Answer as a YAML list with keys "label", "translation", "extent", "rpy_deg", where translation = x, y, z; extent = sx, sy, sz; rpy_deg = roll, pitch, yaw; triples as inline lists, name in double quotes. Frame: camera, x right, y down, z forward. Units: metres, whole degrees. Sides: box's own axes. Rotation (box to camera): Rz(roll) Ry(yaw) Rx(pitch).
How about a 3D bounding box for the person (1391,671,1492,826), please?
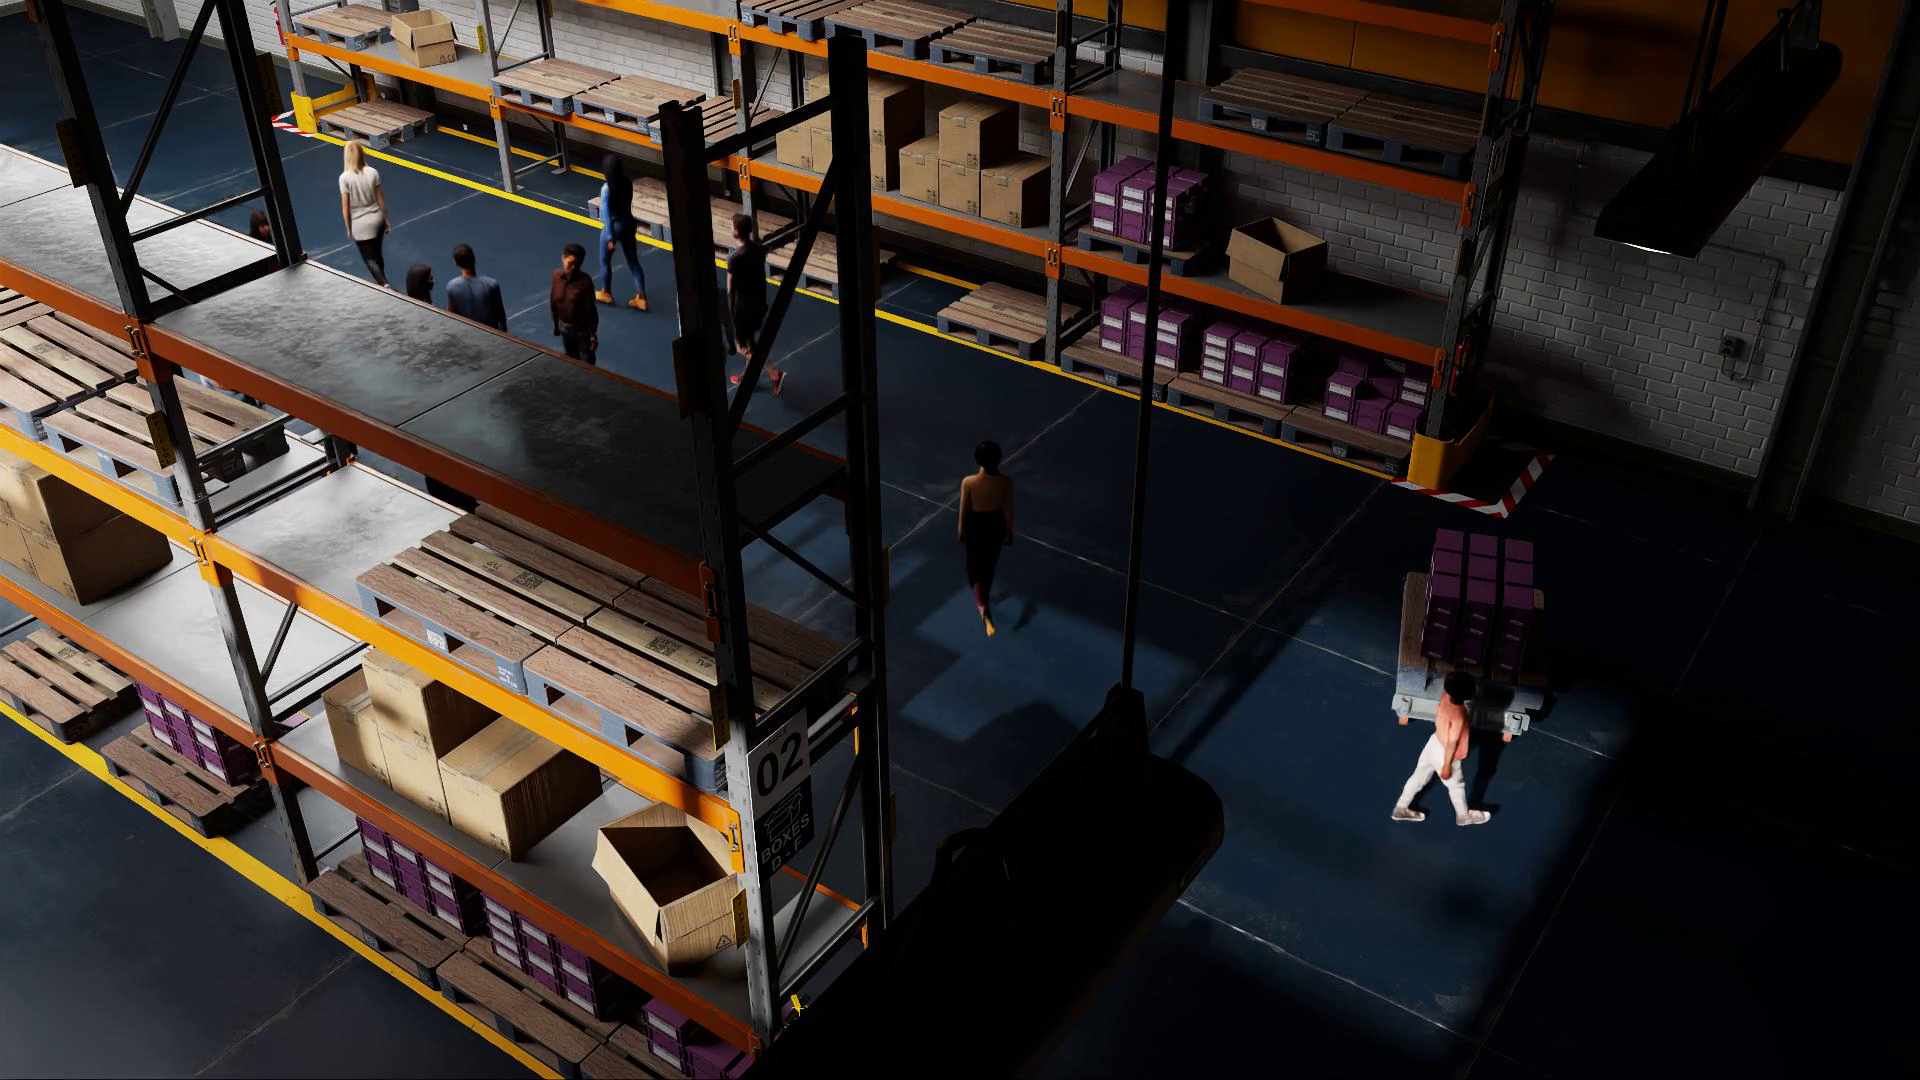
- label: "person"
  translation: [3.135, 1.396, 10.975]
  extent: [0.940, 1.279, 0.819]
  rpy_deg: [-1, 34, -2]

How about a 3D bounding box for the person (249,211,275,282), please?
- label: "person"
  translation: [-6.876, -2.498, 16.533]
  extent: [0.728, 1.611, 1.105]
  rpy_deg: [-26, 41, -33]

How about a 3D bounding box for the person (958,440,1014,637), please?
- label: "person"
  translation: [0.197, 0.005, 12.751]
  extent: [0.964, 1.630, 1.016]
  rpy_deg: [-4, 34, -7]

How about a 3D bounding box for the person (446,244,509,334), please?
- label: "person"
  translation: [-4.426, -1.811, 15.358]
  extent: [1.116, 1.767, 1.070]
  rpy_deg: [1, 34, 1]

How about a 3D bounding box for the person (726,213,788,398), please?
- label: "person"
  translation: [-1.967, -2.201, 15.883]
  extent: [0.985, 1.836, 0.659]
  rpy_deg: [21, 39, 28]

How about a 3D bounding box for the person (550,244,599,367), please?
- label: "person"
  translation: [-3.629, -2.000, 15.648]
  extent: [0.529, 1.761, 0.857]
  rpy_deg: [24, 40, 31]

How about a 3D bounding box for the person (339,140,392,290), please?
- label: "person"
  translation: [-6.208, -3.285, 17.546]
  extent: [0.822, 1.800, 1.165]
  rpy_deg: [-24, 40, -31]

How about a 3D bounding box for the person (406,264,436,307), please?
- label: "person"
  translation: [-4.823, -1.710, 15.237]
  extent: [0.486, 1.734, 0.671]
  rpy_deg: [27, 42, 35]

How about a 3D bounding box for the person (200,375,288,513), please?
- label: "person"
  translation: [-6.159, -1.033, 14.248]
  extent: [0.688, 1.700, 0.665]
  rpy_deg: [-17, 37, -24]

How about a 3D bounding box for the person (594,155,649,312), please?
- label: "person"
  translation: [-3.506, -3.201, 17.518]
  extent: [0.906, 1.691, 0.631]
  rpy_deg: [20, 38, 27]
